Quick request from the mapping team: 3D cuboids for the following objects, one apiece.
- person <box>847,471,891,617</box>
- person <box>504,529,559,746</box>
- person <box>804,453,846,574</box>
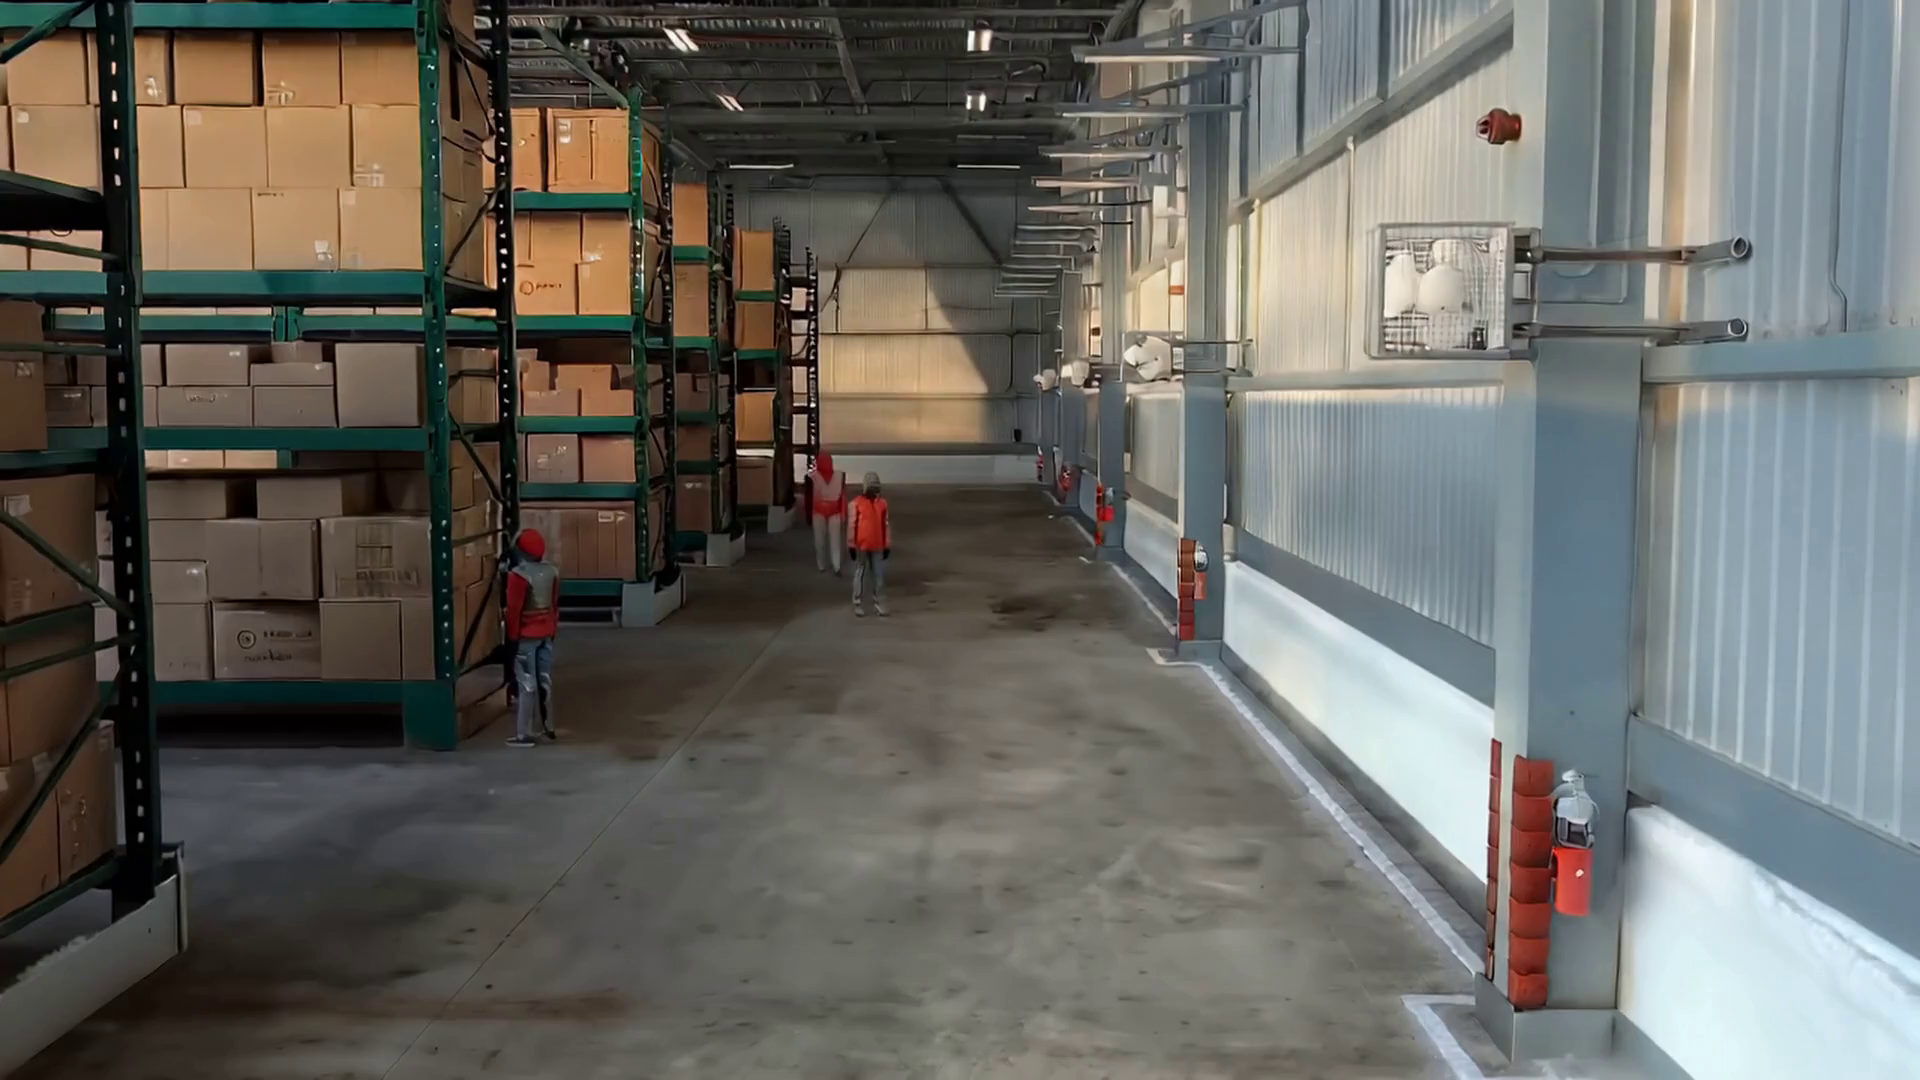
[{"bbox_3d":[-1.073,0.051,19.848,0.565,1.745,0.349,-3,6,-31],"label":"person"},{"bbox_3d":[-3.226,0.733,12.575,0.321,1.631,0.526,3,6,29],"label":"person"},{"bbox_3d":[-1.989,-0.391,24.733,0.655,1.786,0.971,-1,5,-16],"label":"person"}]
